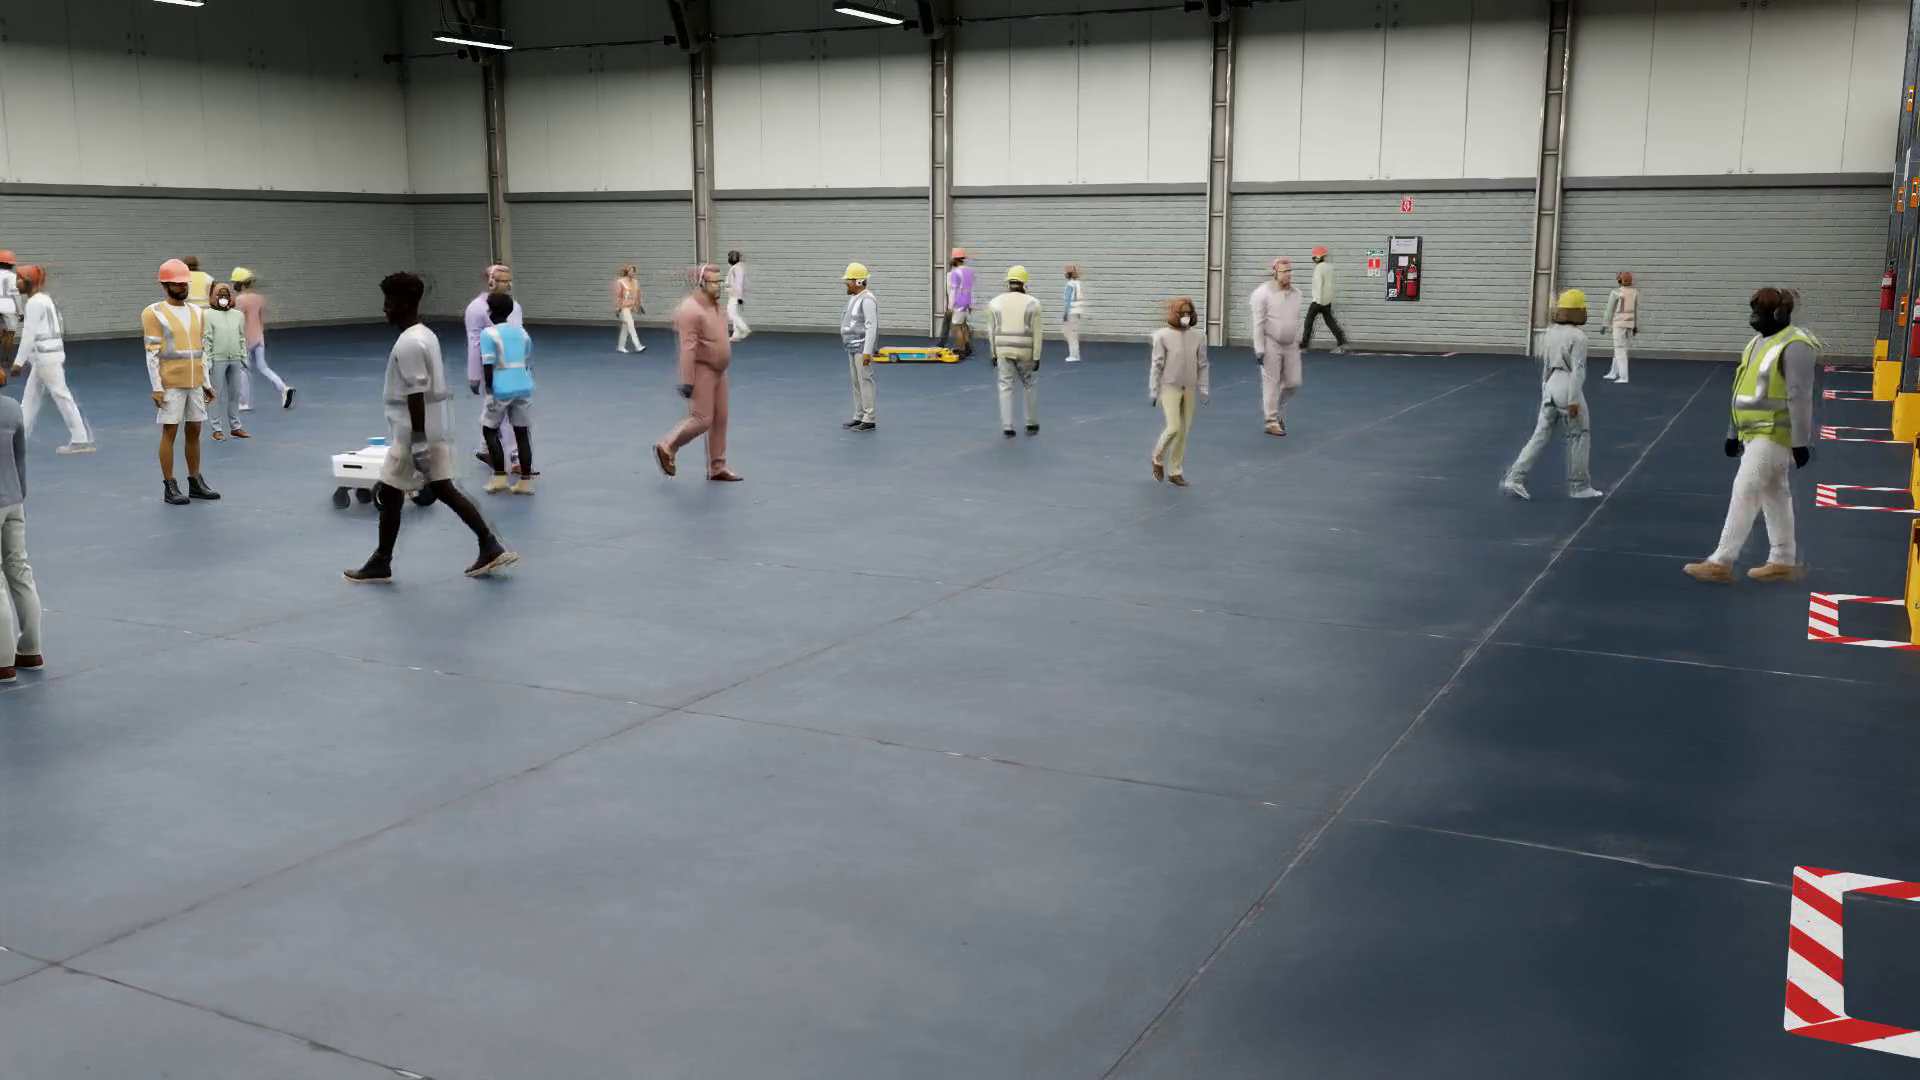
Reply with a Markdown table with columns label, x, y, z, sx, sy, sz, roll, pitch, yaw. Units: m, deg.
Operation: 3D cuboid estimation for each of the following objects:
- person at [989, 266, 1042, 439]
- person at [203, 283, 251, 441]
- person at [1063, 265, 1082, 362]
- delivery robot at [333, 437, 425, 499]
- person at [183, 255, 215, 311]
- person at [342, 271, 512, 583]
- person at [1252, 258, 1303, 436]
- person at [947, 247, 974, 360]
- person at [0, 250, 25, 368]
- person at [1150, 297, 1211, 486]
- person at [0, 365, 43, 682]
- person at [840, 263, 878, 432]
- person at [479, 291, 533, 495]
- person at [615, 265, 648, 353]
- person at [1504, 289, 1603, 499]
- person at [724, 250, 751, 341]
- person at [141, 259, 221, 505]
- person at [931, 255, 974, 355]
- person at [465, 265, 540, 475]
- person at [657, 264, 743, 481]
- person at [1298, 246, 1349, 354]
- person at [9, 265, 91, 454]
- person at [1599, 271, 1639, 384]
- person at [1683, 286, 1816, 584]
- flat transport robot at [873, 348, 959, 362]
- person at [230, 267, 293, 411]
| label | x | y | z | sx | sy | sz | roll | pitch | yaw |
| --- | --- | --- | --- | --- | --- | --- | --- | --- | --- |
| person | 0.616 | -1.994 | 17.663 | 0.597 | 1.803 | 0.790 | 3 | 11 | 14 |
| person | -7.680 | -1.864 | 17.414 | 0.285 | 1.631 | 0.501 | 7 | 12 | 32 |
| person | 1.865 | -3.820 | 28.090 | 0.443 | 1.620 | 0.541 | 4 | 11 | 21 |
| delivery robot | -4.526 | -0.558 | 12.973 | 0.707 | 0.478 | 0.477 | 4 | 11 | 20 |
| person | -11.864 | -3.472 | 25.689 | 0.851 | 1.809 | 0.664 | 10 | 14 | 44 |
| person | -3.291 | -0.689 | 10.225 | 0.996 | 1.924 | 0.619 | -1 | 10 | -4 |
| person | 3.402 | -2.057 | 17.751 | 0.652 | 1.890 | 0.453 | -4 | 11 | -23 |
| person | -0.016 | -4.042 | 28.493 | 0.397 | 1.923 | 0.577 | 7 | 13 | 34 |
| person | -15.328 | -3.689 | 26.681 | 0.649 | 1.891 | 0.421 | 4 | 11 | 19 |
| person | 1.877 | -1.253 | 14.132 | 0.496 | 1.615 | 0.350 | -5 | 11 | -24 |
| person | -4.653 | -0.134 | 7.965 | 0.276 | 1.636 | 0.507 | 1 | 10 | 5 |
| person | -1.104 | -2.098 | 18.140 | 0.403 | 1.830 | 0.600 | -4 | 11 | -20 |
| person | -3.723 | -1.201 | 13.678 | 0.520 | 1.664 | 0.536 | 7 | 13 | 35 |
| person | -5.929 | -4.160 | 30.035 | 0.866 | 1.581 | 0.534 | 7 | 12 | 32 |
| person | 4.821 | -1.171 | 13.428 | 0.867 | 1.709 | 0.497 | -4 | 11 | -19 |
| person | -4.530 | -4.912 | 33.490 | 0.443 | 1.826 | 0.634 | -2 | 11 | -11 |
| person | -6.207 | -1.261 | 13.284 | 0.361 | 1.940 | 0.543 | 5 | 12 | 27 |
| person | -0.105 | -4.178 | 29.602 | 0.984 | 1.791 | 0.533 | 8 | 13 | 38 |
| person | -4.132 | -1.537 | 14.991 | 0.801 | 1.889 | 0.662 | 5 | 12 | 25 |
| person | -2.255 | -1.432 | 14.371 | 0.644 | 1.890 | 0.657 | 4 | 11 | 20 |
| person | 6.556 | -4.325 | 29.996 | 1.023 | 1.951 | 0.624 | 7 | 13 | 34 |
| person | -9.019 | -1.730 | 16.137 | 0.979 | 1.833 | 0.577 | -5 | 11 | -23 |
| person | 9.500 | -3.077 | 24.091 | 0.518 | 1.613 | 0.729 | -5 | 12 | -26 |
| person | 4.814 | -0.633 | 10.196 | 0.846 | 1.812 | 0.660 | 1 | 10 | 5 |
| flat transport robot | -0.756 | -3.132 | 28.038 | 1.431 | 0.197 | 0.652 | 1 | 10 | 4 |
| person | -8.550 | -2.426 | 20.180 | 0.725 | 1.749 | 0.535 | 3 | 11 | 14 |
